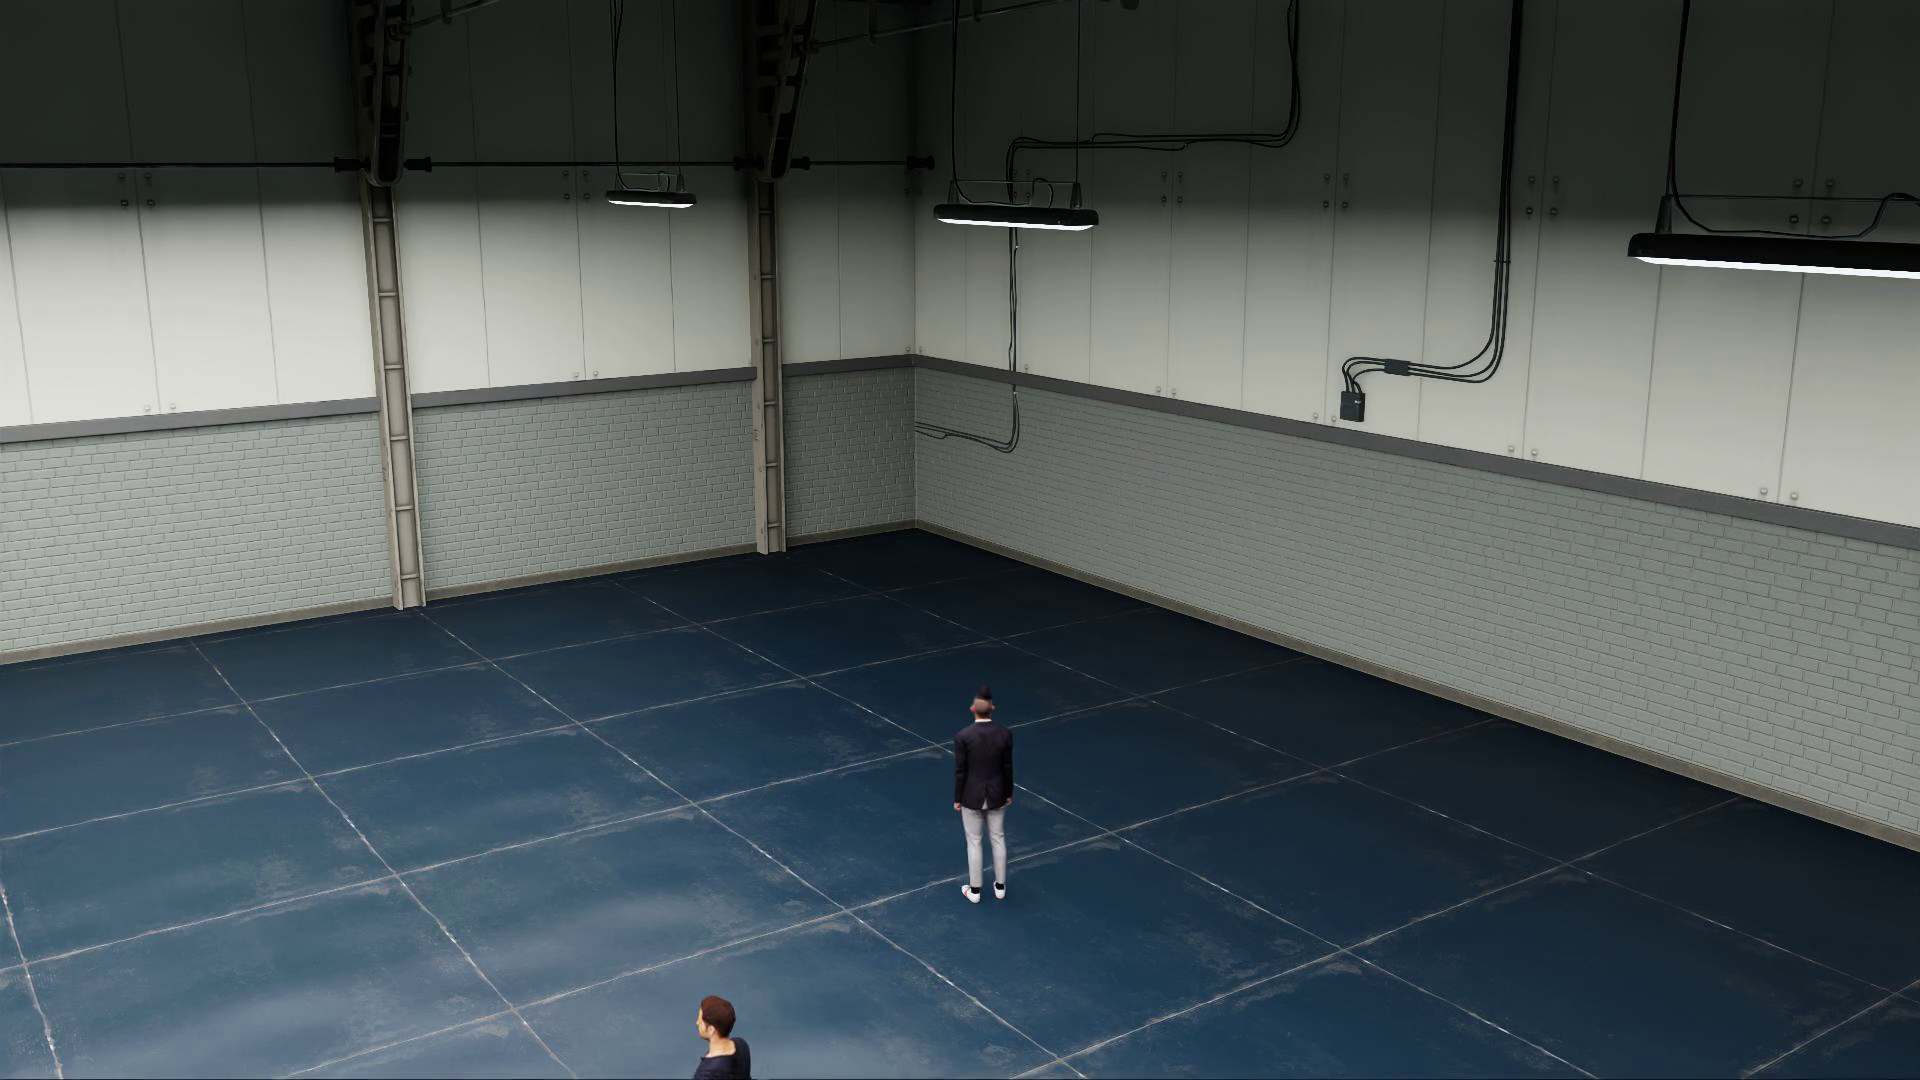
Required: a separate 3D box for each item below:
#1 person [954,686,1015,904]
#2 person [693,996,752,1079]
[{"bbox_3d":[0.215,2.212,14.583,0.670,1.958,0.841,-3,13,-14],"label":"person"},{"bbox_3d":[-1.246,3.464,9.430,0.916,1.843,0.851,4,14,16],"label":"person"}]
